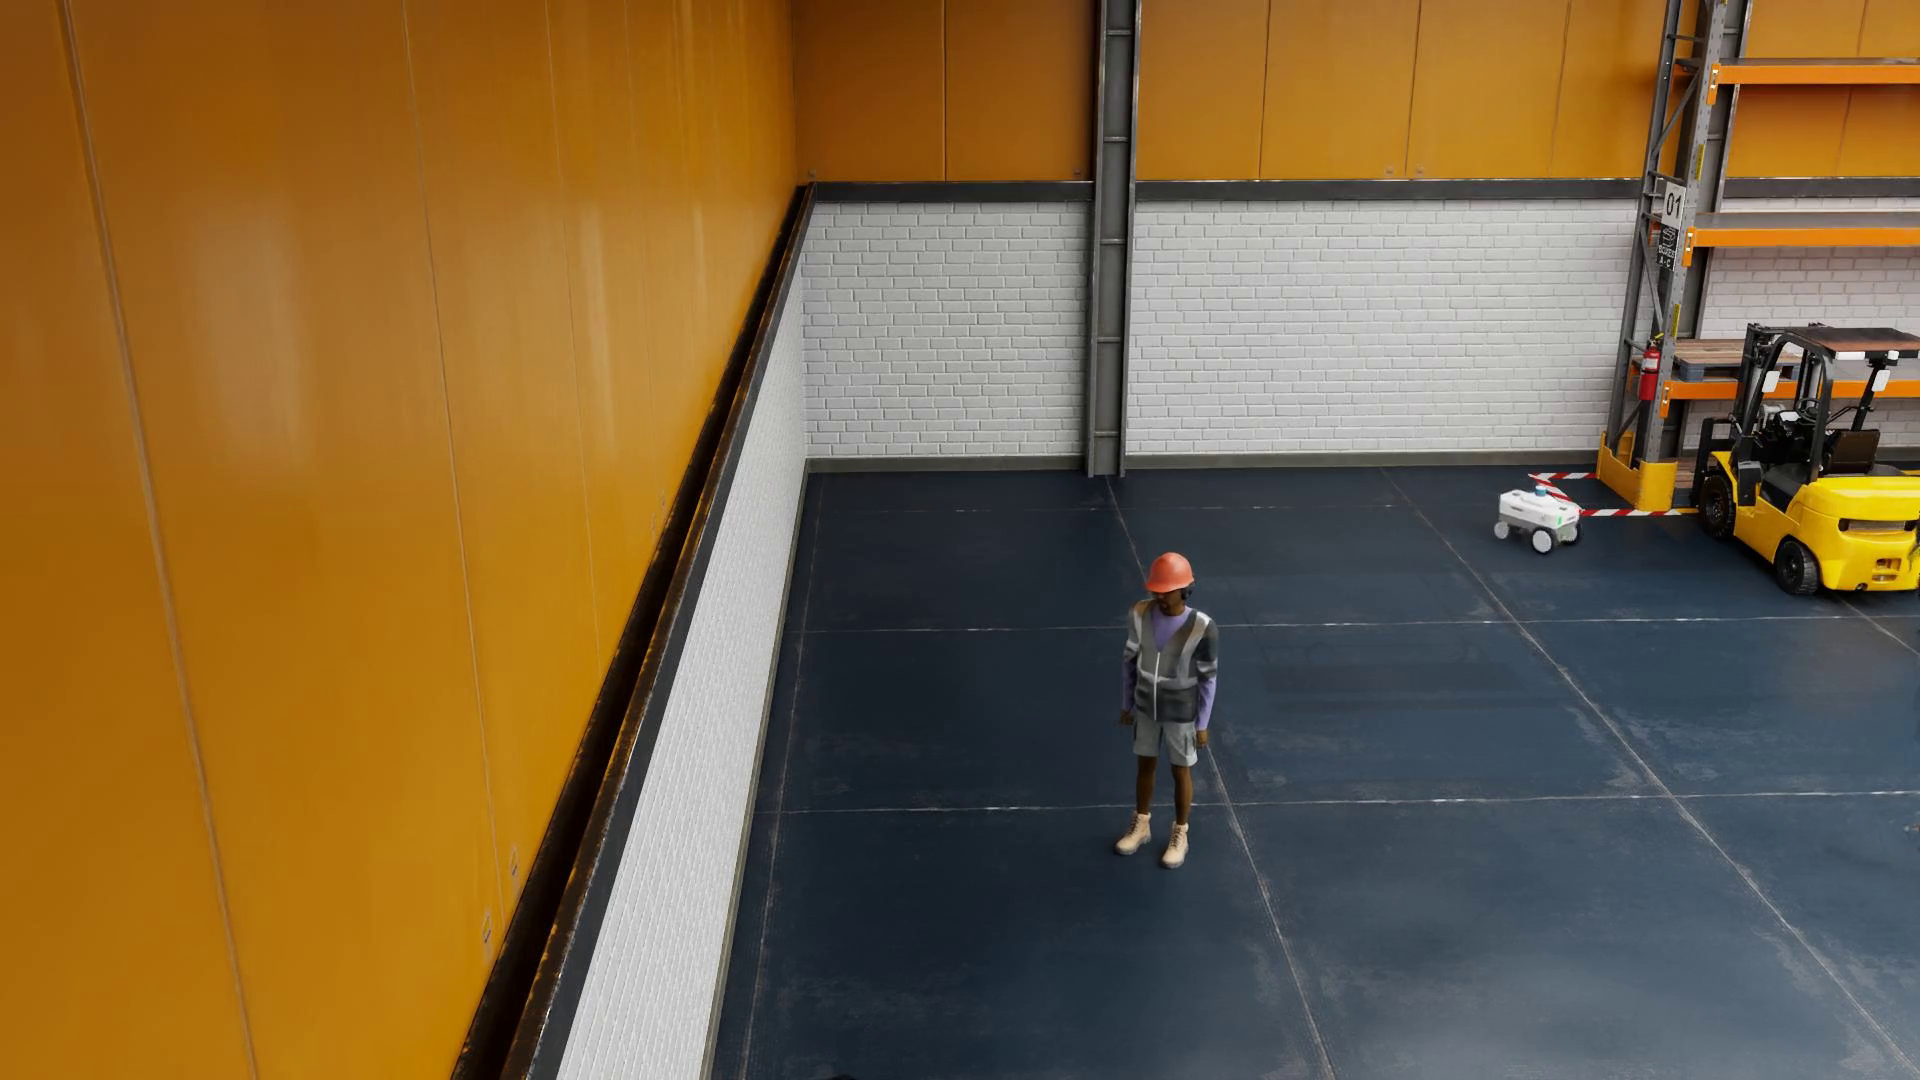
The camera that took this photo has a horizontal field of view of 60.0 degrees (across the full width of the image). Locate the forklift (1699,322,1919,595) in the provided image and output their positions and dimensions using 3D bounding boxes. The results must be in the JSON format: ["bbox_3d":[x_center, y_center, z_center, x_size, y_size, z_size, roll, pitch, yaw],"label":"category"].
[{"bbox_3d":[7.809,-0.792,14.926,1.214,2.155,2.313,-1,20,-2],"label":"forklift"}]

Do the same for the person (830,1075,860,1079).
[{"bbox_3d":[-0.382,2.705,6.164,0.319,1.692,0.532,-1,20,-2],"label":"person"}]

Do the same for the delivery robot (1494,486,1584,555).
[{"bbox_3d":[5.471,-0.198,15.702,0.499,0.614,0.815,-15,25,-34],"label":"delivery robot"}]

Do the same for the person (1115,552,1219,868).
[{"bbox_3d":[1.254,1.035,10.187,0.604,2.045,0.377,13,24,31],"label":"person"}]

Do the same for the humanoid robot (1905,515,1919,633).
[{"bbox_3d":[8.047,0.015,13.488,0.610,1.662,0.328,3,20,7],"label":"humanoid robot"}]
